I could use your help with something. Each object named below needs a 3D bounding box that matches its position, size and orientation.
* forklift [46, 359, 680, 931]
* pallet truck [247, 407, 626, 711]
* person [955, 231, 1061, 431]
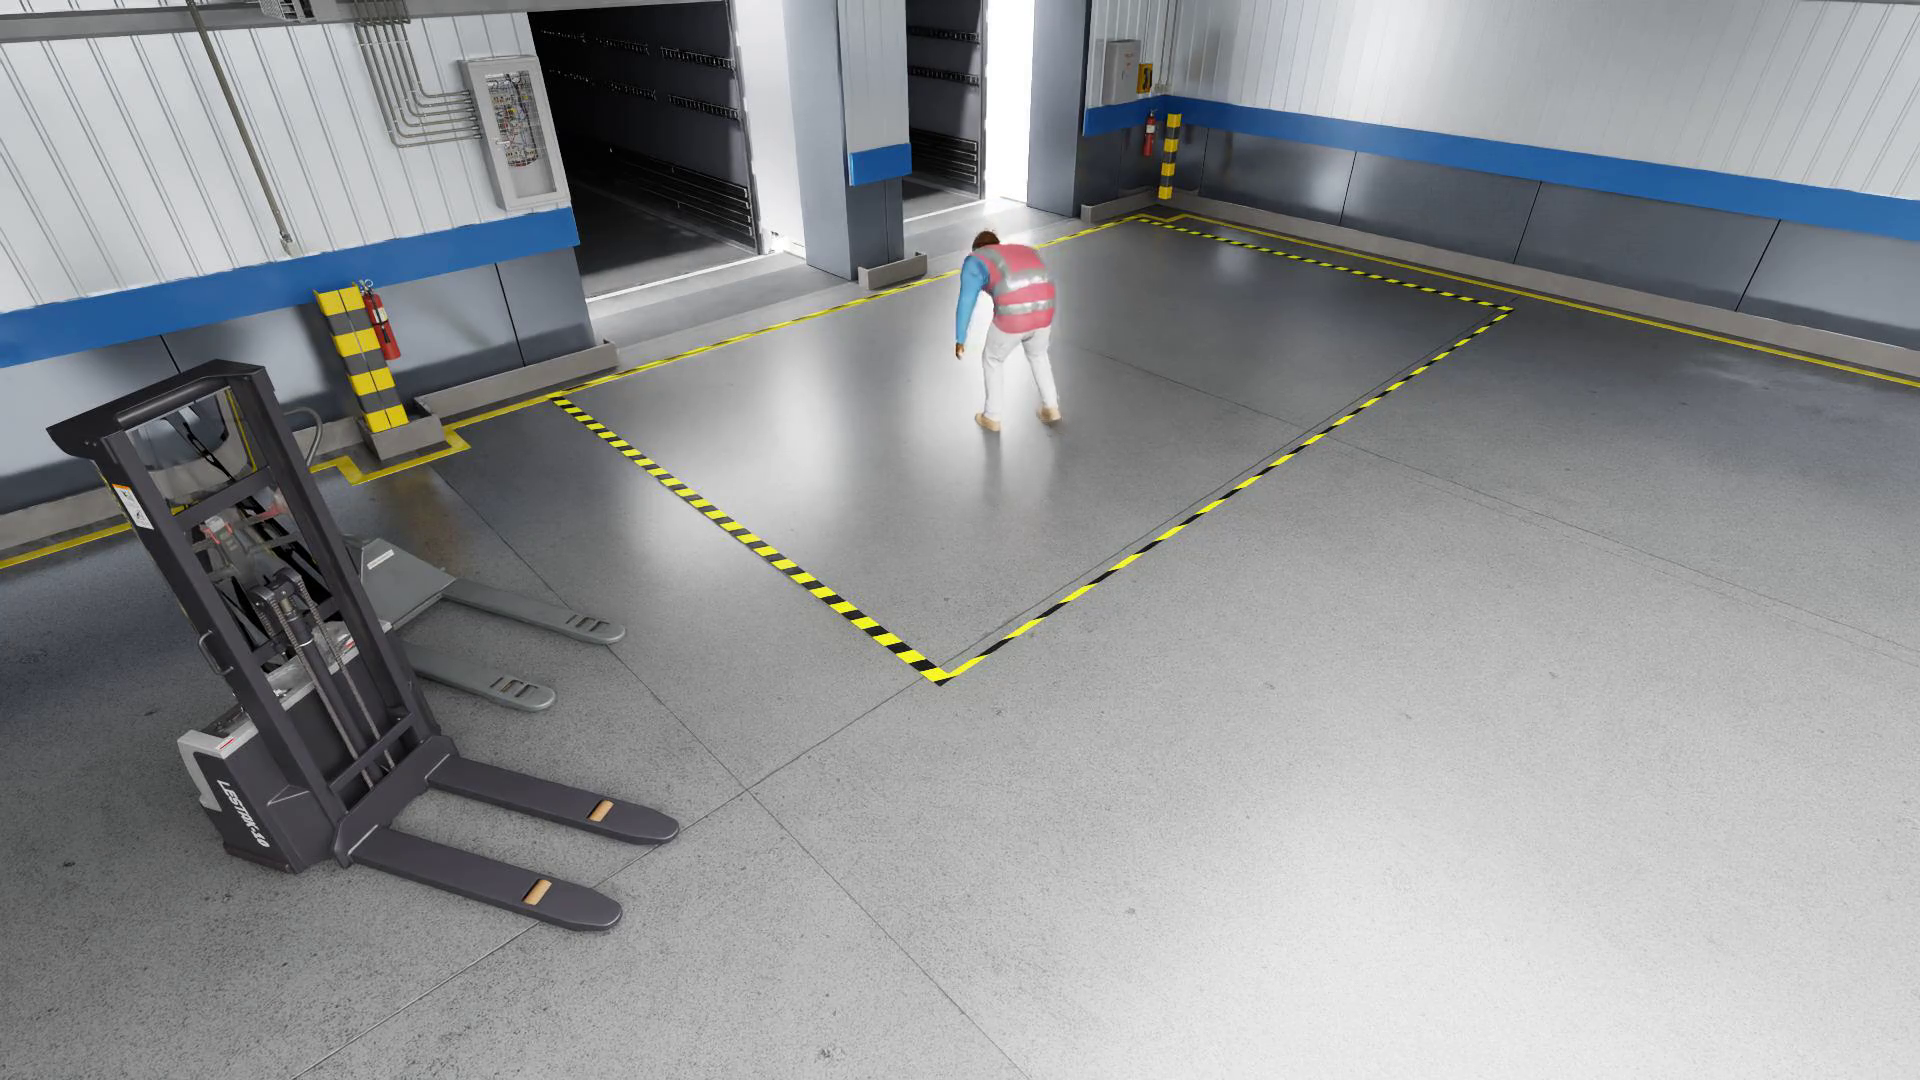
[{"bbox_3d":[-2.135,0.422,3.354,1.885,1.965,0.823,10,35,14],"label":"forklift"},{"bbox_3d":[-2.628,0.038,4.590,1.601,1.201,0.680,12,36,18],"label":"pallet truck"},{"bbox_3d":[0.315,-1.527,6.819,0.843,1.342,0.904,-17,38,-23],"label":"person"}]
